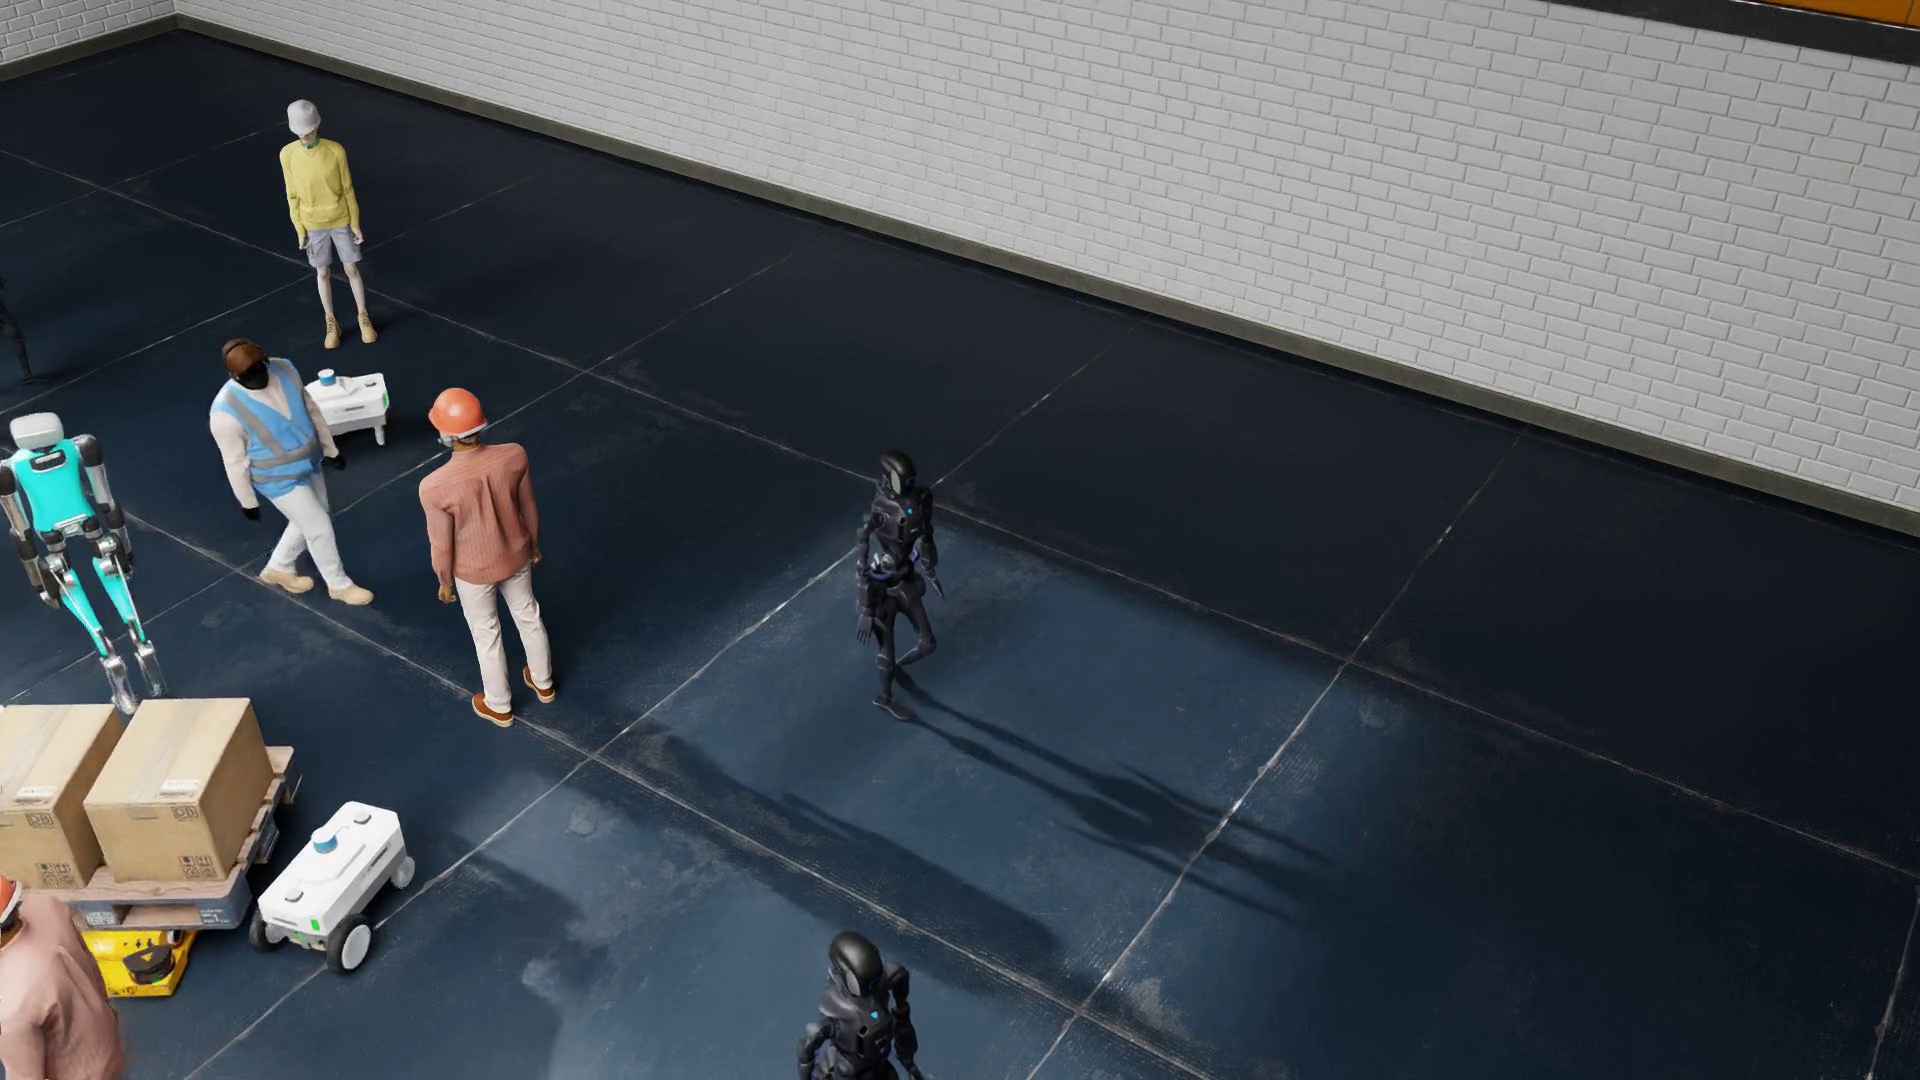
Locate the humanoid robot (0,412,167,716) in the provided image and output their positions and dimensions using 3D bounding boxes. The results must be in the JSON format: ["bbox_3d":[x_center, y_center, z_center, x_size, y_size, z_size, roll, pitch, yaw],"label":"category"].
[{"bbox_3d":[-4.504,0.210,8.657,0.534,1.766,0.653,-28,44,-34],"label":"humanoid robot"}]

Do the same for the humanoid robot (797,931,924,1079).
[{"bbox_3d":[-0.356,2.048,6.130,0.722,1.627,0.588,28,43,34],"label":"humanoid robot"}]

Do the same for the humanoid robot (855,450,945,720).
[{"bbox_3d":[-0.360,0.236,8.695,0.382,1.643,0.588,26,43,32],"label":"humanoid robot"}]

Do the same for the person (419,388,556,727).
[{"bbox_3d":[-2.442,0.094,8.624,0.615,1.997,0.374,-29,44,-35],"label":"person"}]

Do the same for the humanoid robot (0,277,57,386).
[{"bbox_3d":[-6.915,-1.757,11.574,0.695,1.632,0.605,-13,37,-17],"label":"humanoid robot"}]

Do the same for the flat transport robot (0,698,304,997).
[{"bbox_3d":[-3.885,1.581,8.004,0.659,0.231,1.431,-1,35,-1],"label":"flat transport robot"}]

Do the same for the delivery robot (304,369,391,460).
[{"bbox_3d":[-4.260,-0.855,11.253,0.785,0.613,0.501,-13,37,-18],"label":"delivery robot"}]

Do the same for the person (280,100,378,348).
[{"bbox_3d":[-4.629,-2.317,12.169,0.474,1.885,0.396,-11,36,-15],"label":"person"}]

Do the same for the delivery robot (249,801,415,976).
[{"bbox_3d":[-2.909,1.597,7.737,0.499,0.602,0.802,11,36,15],"label":"delivery robot"}]

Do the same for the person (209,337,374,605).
[{"bbox_3d":[-3.849,-0.382,9.474,0.648,1.797,0.628,5,35,6],"label":"person"}]

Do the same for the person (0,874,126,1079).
[{"bbox_3d":[-3.272,1.908,6.051,0.444,1.973,0.646,-10,36,-14],"label":"person"}]
